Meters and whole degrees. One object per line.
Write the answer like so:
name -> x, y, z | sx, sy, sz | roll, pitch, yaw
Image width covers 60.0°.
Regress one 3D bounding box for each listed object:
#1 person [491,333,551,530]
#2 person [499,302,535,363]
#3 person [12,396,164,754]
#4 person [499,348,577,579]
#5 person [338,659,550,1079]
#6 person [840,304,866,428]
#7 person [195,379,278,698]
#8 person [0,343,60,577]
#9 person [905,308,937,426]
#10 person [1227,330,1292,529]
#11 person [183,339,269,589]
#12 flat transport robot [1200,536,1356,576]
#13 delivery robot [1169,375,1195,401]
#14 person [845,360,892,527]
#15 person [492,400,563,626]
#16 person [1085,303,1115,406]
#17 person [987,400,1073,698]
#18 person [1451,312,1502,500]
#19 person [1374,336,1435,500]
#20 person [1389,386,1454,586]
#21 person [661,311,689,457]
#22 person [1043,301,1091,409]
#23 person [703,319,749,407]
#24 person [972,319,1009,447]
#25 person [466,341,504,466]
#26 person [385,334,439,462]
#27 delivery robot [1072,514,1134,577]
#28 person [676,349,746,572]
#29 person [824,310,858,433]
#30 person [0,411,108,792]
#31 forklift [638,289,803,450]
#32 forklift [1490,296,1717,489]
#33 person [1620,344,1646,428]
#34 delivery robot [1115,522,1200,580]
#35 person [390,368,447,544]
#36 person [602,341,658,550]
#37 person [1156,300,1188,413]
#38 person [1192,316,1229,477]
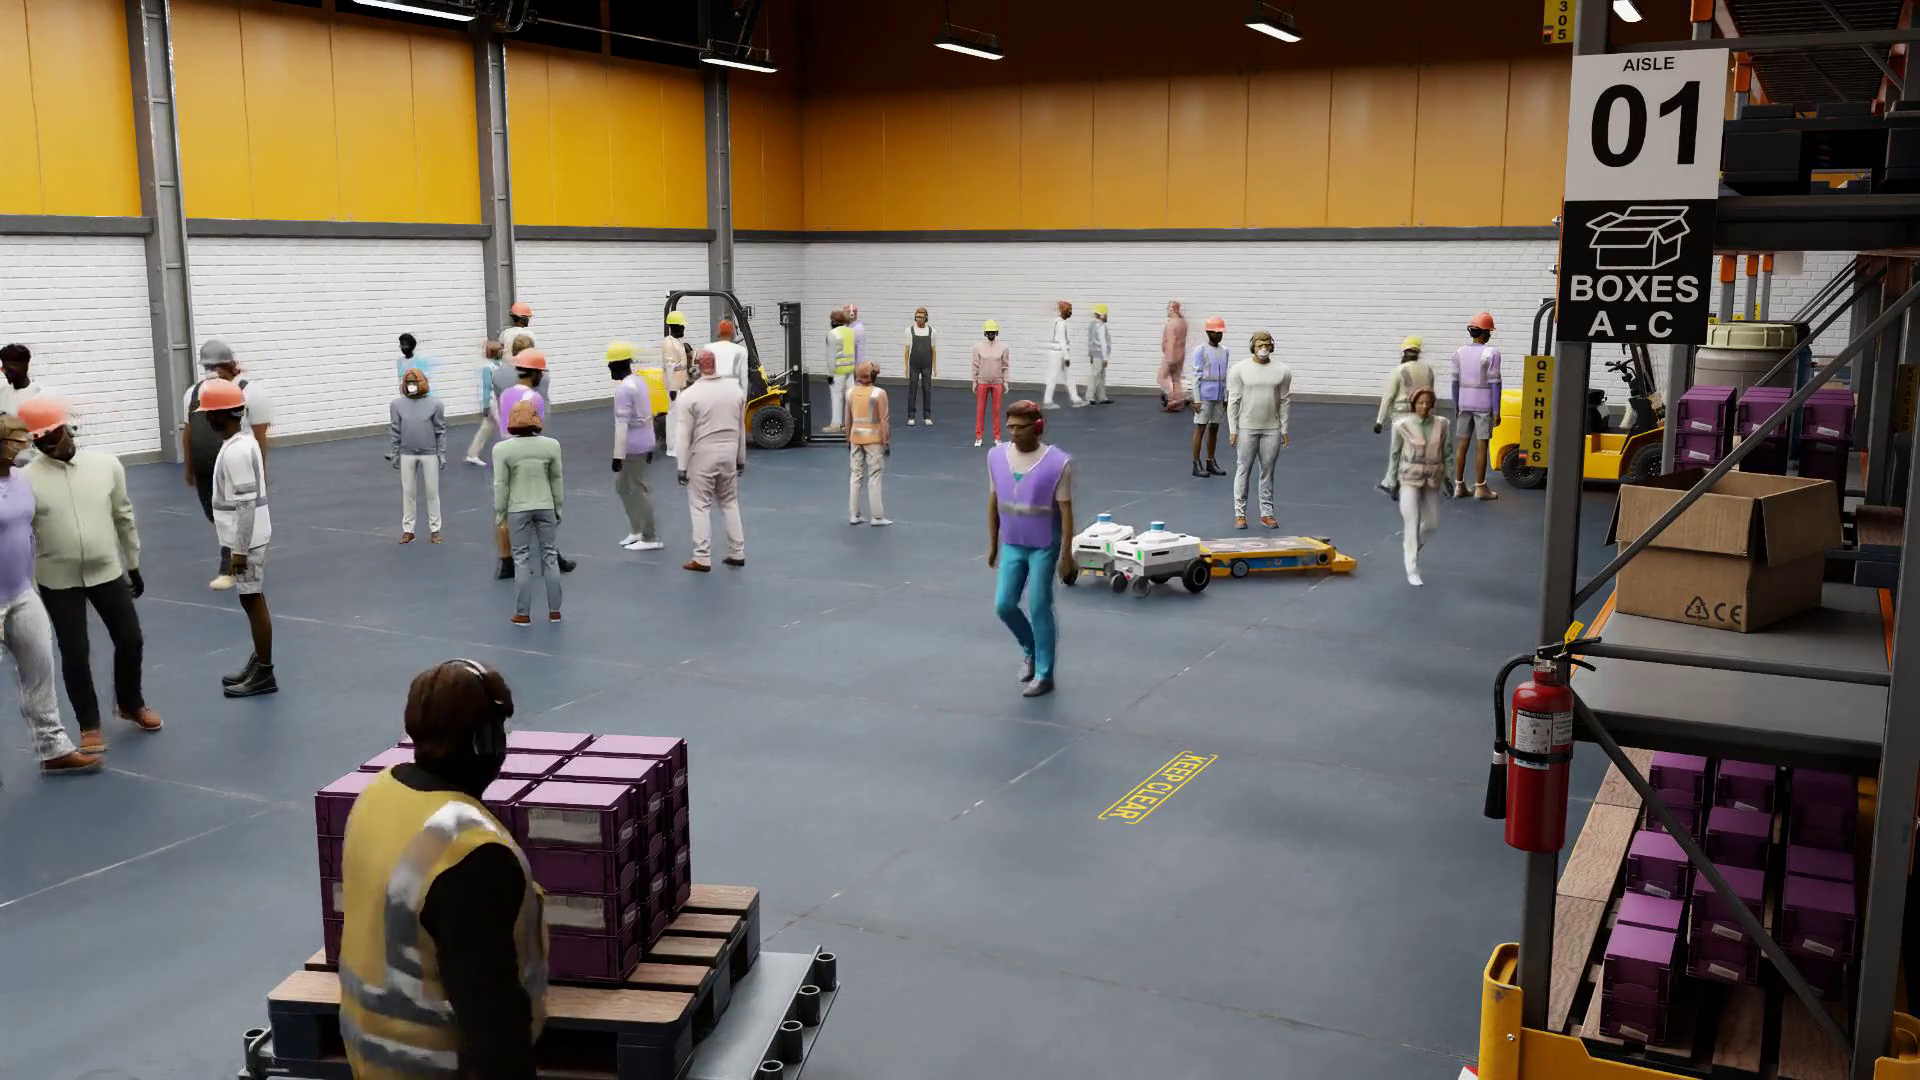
person -> -4.196, -1.027, 16.022 | 0.627, 1.917, 0.448 | 2, 10, 12
person -> -5.817, -2.142, 22.124 | 0.614, 2.041, 0.393 | 6, 11, 31
person -> -4.735, 0.185, 8.934 | 0.698, 1.947, 0.531 | -9, 13, -43
person -> -3.542, -0.643, 13.847 | 0.550, 1.905, 0.789 | 8, 12, 37
person -> -1.117, 1.169, 3.652 | 0.432, 1.813, 0.865 | -8, 12, -37
person -> -1.668, -2.634, 25.368 | 0.407, 1.906, 0.655 | -4, 10, -20
person -> -4.383, -0.010, 10.100 | 0.375, 1.934, 0.547 | -4, 10, -21
person -> -7.759, -0.652, 13.788 | 0.601, 1.947, 0.513 | 4, 11, 24
person -> -0.603, -2.690, 25.877 | 0.506, 1.842, 0.348 | -2, 10, -10
person -> 2.922, -1.074, 16.247 | 0.630, 1.940, 0.372 | -1, 10, -7
person -> -5.984, -0.668, 13.601 | 0.687, 2.000, 0.894 | 1, 10, 7
flat transport robot -> 2.559, 0.128, 14.108 | 1.431, 0.197, 0.652 | -2, 10, -12
delivery robot -> 3.867, -2.616, 28.904 | 0.477, 0.478, 0.707 | -4, 11, -20
person -> -0.909, -0.952, 16.404 | 0.522, 1.638, 0.310 | 7, 12, 34
person -> -3.116, -0.194, 12.033 | 0.500, 1.632, 0.286 | -5, 11, -28
person -> 2.464, -3.269, 29.348 | 0.510, 1.834, 0.608 | -2, 10, -11
person -> 0.415, 0.048, 10.094 | 0.632, 1.817, 0.459 | 7, 12, 34
person -> 5.643, -1.454, 18.143 | 0.370, 2.044, 0.608 | -8, 12, -38
person -> 4.893, -1.333, 18.230 | 0.639, 1.780, 0.917 | -6, 12, -32
person -> 3.755, -0.464, 13.630 | 0.527, 1.620, 0.605 | -1, 10, -8
person -> -3.739, -2.056, 21.960 | 0.370, 1.925, 0.594 | 0, 10, 2
person -> 1.852, -3.168, 28.623 | 0.913, 1.846, 0.612 | 1, 10, 7
person -> -2.922, -1.797, 20.639 | 0.612, 1.863, 0.414 | -1, 10, -4
person -> 0.422, -2.174, 23.108 | 0.523, 1.769, 0.317 | -1, 10, -4
person -> -5.863, -1.708, 20.929 | 0.864, 1.593, 0.516 | 0, 10, -1
person -> -7.067, -1.831, 21.462 | 0.548, 1.646, 0.897 | 4, 11, 22
delivery robot -> 1.171, 0.029, 13.577 | 0.477, 0.478, 0.707 | 4, 10, 22
person -> -2.121, -0.682, 14.146 | 0.678, 1.887, 0.396 | -8, 13, -41
person -> -1.792, -2.522, 24.925 | 0.428, 1.840, 0.634 | 7, 12, 34
person -> -4.777, 0.317, 8.321 | 0.659, 1.911, 0.642 | 1, 10, 4
forklift -> -3.358, -2.392, 23.136 | 2.313, 2.155, 1.214 | -1, 10, -5
forklift -> 7.296, -1.677, 18.993 | 2.313, 2.155, 1.214 | 5, 11, 27
person -> 9.941, -2.273, 24.198 | 0.850, 1.589, 0.542 | 6, 12, 32
delivery robot -> 1.564, 0.099, 13.184 | 0.707, 0.478, 0.477 | -7, 12, -36
person -> -5.006, -0.777, 15.404 | 0.501, 1.633, 0.282 | -1, 10, -6
person -> -2.988, -0.842, 15.001 | 0.562, 1.898, 0.612 | 0, 10, 2
person -> 3.569, -3.069, 27.944 | 0.431, 1.888, 0.646 | 7, 12, 37
person -> 3.036, -1.724, 20.008 | 0.547, 1.938, 0.377 | -7, 12, -35
